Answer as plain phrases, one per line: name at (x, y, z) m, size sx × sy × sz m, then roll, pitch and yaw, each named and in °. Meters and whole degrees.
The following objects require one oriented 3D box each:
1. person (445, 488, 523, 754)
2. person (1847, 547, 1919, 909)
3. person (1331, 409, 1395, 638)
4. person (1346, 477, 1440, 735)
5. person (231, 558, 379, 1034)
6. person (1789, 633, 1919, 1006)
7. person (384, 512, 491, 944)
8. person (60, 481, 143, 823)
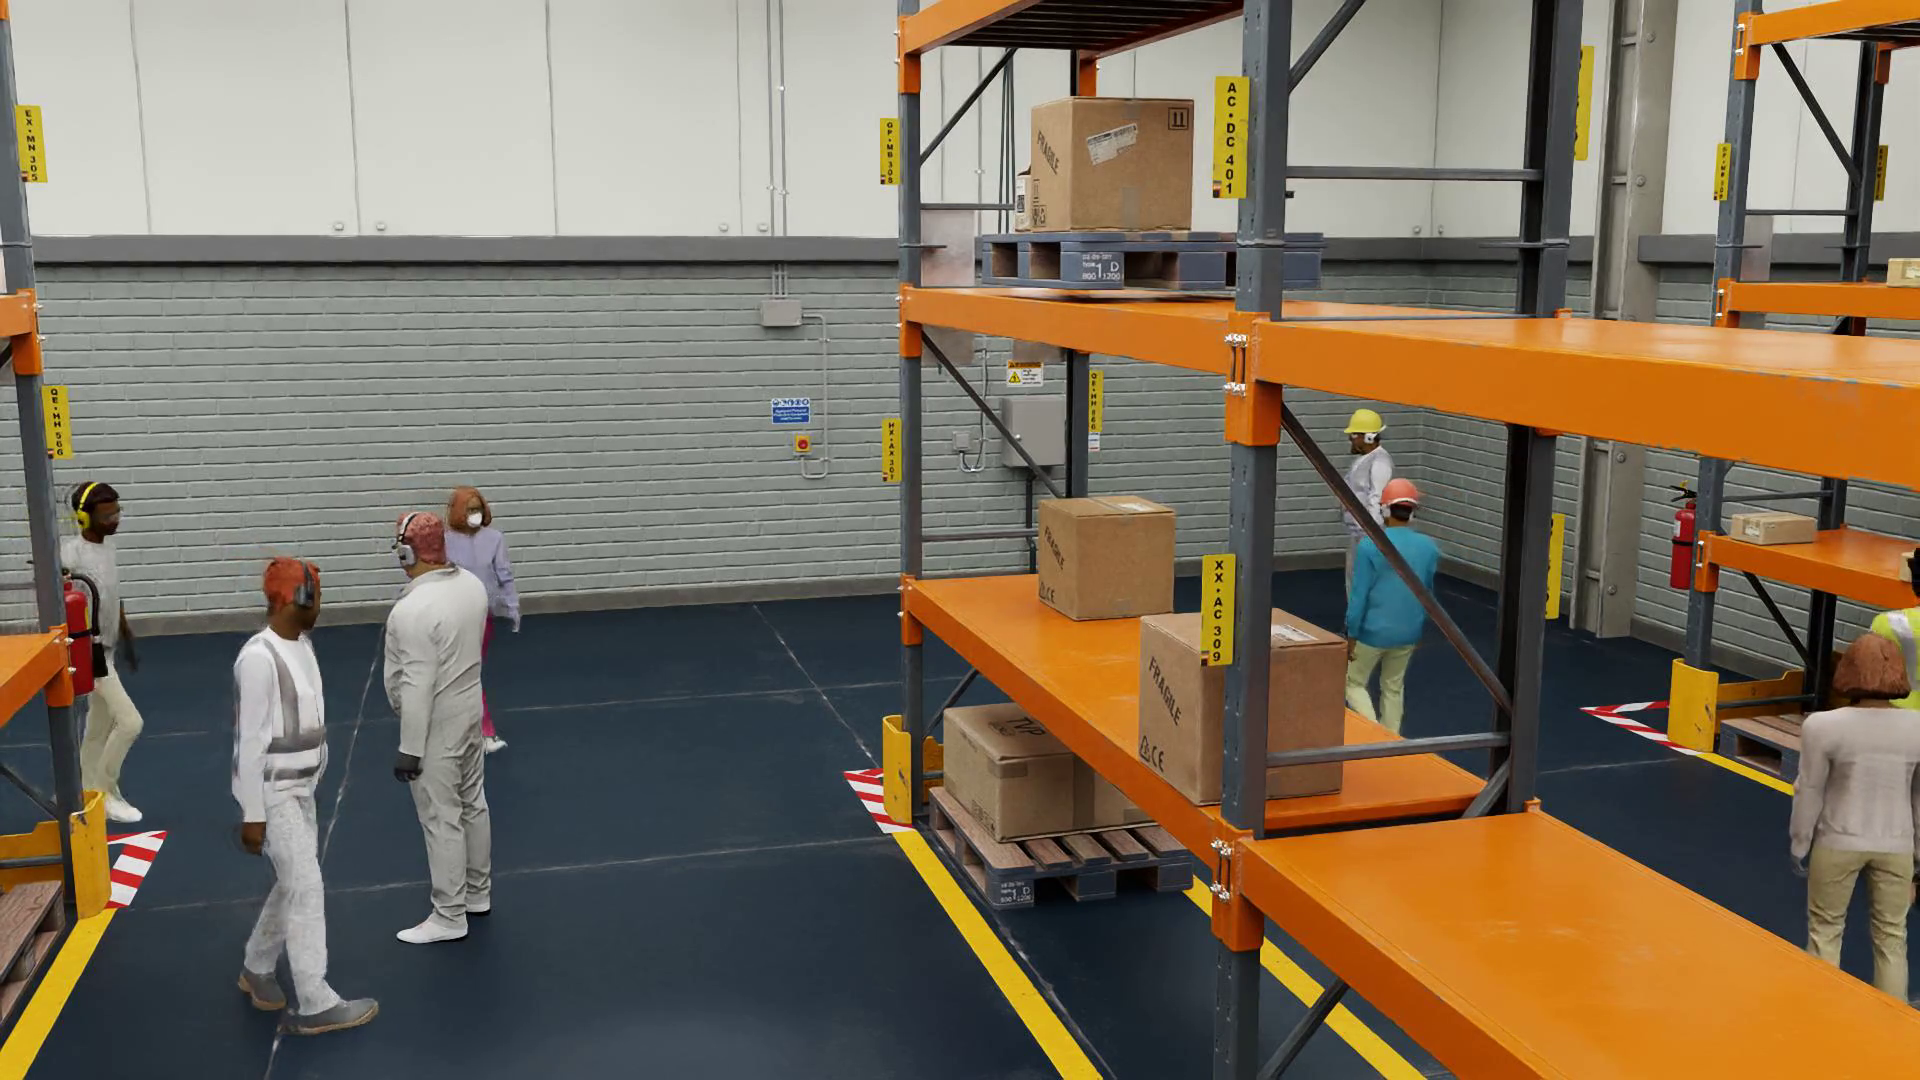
person at (-2.887, 0.487, 10.030) m, size 0.801 × 1.593 × 0.526 m, roll 9°, pitch 14°, yaw 43°
person at (4.417, 0.846, 7.769) m, size 0.541 × 1.680 × 0.557 m, roll -1°, pitch 10°, yaw -3°
person at (3.098, -0.088, 12.707) m, size 0.404 × 1.820 × 0.599 m, roll -1°, pitch 10°, yaw -5°
person at (2.431, 0.502, 9.558) m, size 0.582 × 1.735 × 0.415 m, roll -4°, pitch 11°, yaw -20°
person at (-2.650, 0.992, 6.555) m, size 0.639 × 1.836 × 0.652 m, roll 0°, pitch 10°, yaw 1°
person at (3.347, 1.152, 6.189) m, size 0.497 × 1.630 × 0.269 m, roll 2°, pitch 10°, yaw 9°
person at (-2.313, 0.817, 7.315) m, size 0.403 × 1.904 × 0.637 m, roll 2°, pitch 10°, yaw 9°
person at (-4.487, 0.602, 8.699) m, size 0.516 × 1.842 × 0.679 m, roll -1°, pitch 10°, yaw -7°
